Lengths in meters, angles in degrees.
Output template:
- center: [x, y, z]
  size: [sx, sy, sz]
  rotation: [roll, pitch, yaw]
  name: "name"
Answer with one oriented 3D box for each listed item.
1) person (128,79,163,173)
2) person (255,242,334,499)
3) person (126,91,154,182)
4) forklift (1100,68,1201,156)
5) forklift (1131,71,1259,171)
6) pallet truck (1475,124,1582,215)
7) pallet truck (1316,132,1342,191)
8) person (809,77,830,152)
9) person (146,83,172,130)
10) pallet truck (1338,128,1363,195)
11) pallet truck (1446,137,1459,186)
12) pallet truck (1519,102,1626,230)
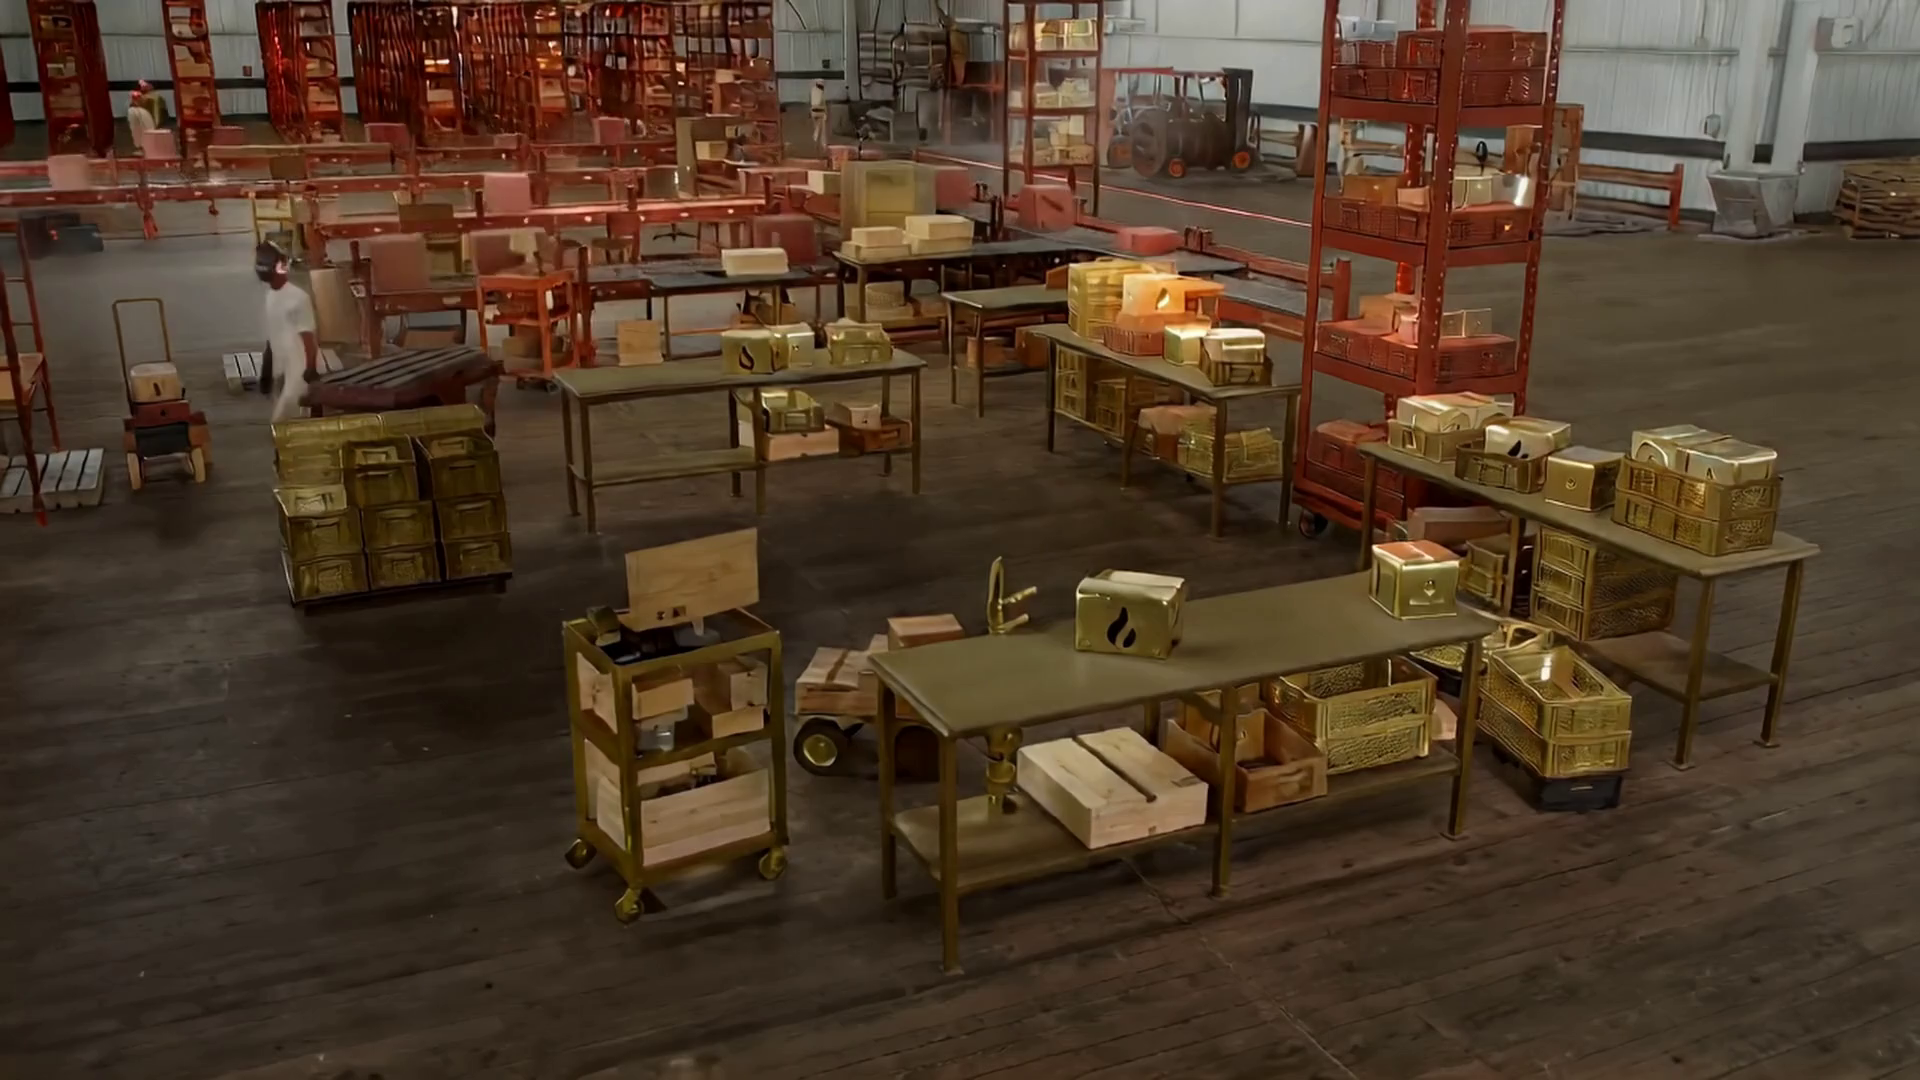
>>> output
- center: [-17.522, -8.888, 35.772]
  size: [0.382, 1.995, 0.612]
  rotation: [16, 24, 41]
  name: "person"
- center: [-4.728, -1.155, 11.631]
  size: [0.641, 1.853, 0.501]
  rotation: [-14, 22, -37]
  name: "person"
- center: [-15.810, -7.717, 32.219]
  size: [0.407, 1.913, 0.641]
  rotation: [-2, 18, -5]
  name: "person"
- center: [4.082, -9.564, 37.410]
  size: [2.680, 1.987, 1.157]
  rotation: [-8, 19, -23]
  name: "forklift"
- center: [4.998, -8.936, 35.413]
  size: [2.680, 1.987, 1.157]
  rotation: [-9, 20, -25]
  name: "forklift"
- center: [9.707, -6.455, 28.103]
  size: [1.885, 1.965, 0.823]
  rotation: [-7, 19, -20]
  name: "pallet truck"
- center: [7.723, -7.504, 32.656]
  size: [1.601, 1.201, 0.680]
  rotation: [-8, 19, -23]
  name: "pallet truck"
- center: [-3.482, -10.595, 41.428]
  size: [0.617, 1.820, 0.431]
  rotation: [8, 19, 25]
  name: "person"
- center: [-18.328, -9.493, 37.955]
  size: [0.582, 1.826, 0.520]
  rotation: [-6, 19, -18]
  name: "person"
- center: [7.845, -7.140, 31.411]
  size: [1.522, 1.261, 0.704]
  rotation: [-9, 20, -25]
  name: "pallet truck"
- center: [9.184, -6.485, 29.328]
  size: [1.630, 1.274, 0.653]
  rotation: [-8, 19, -23]
  name: "pallet truck"
- center: [9.972, -6.037, 26.785]
  size: [1.885, 1.965, 0.823]
  rotation: [-9, 20, -25]
  name: "pallet truck"
